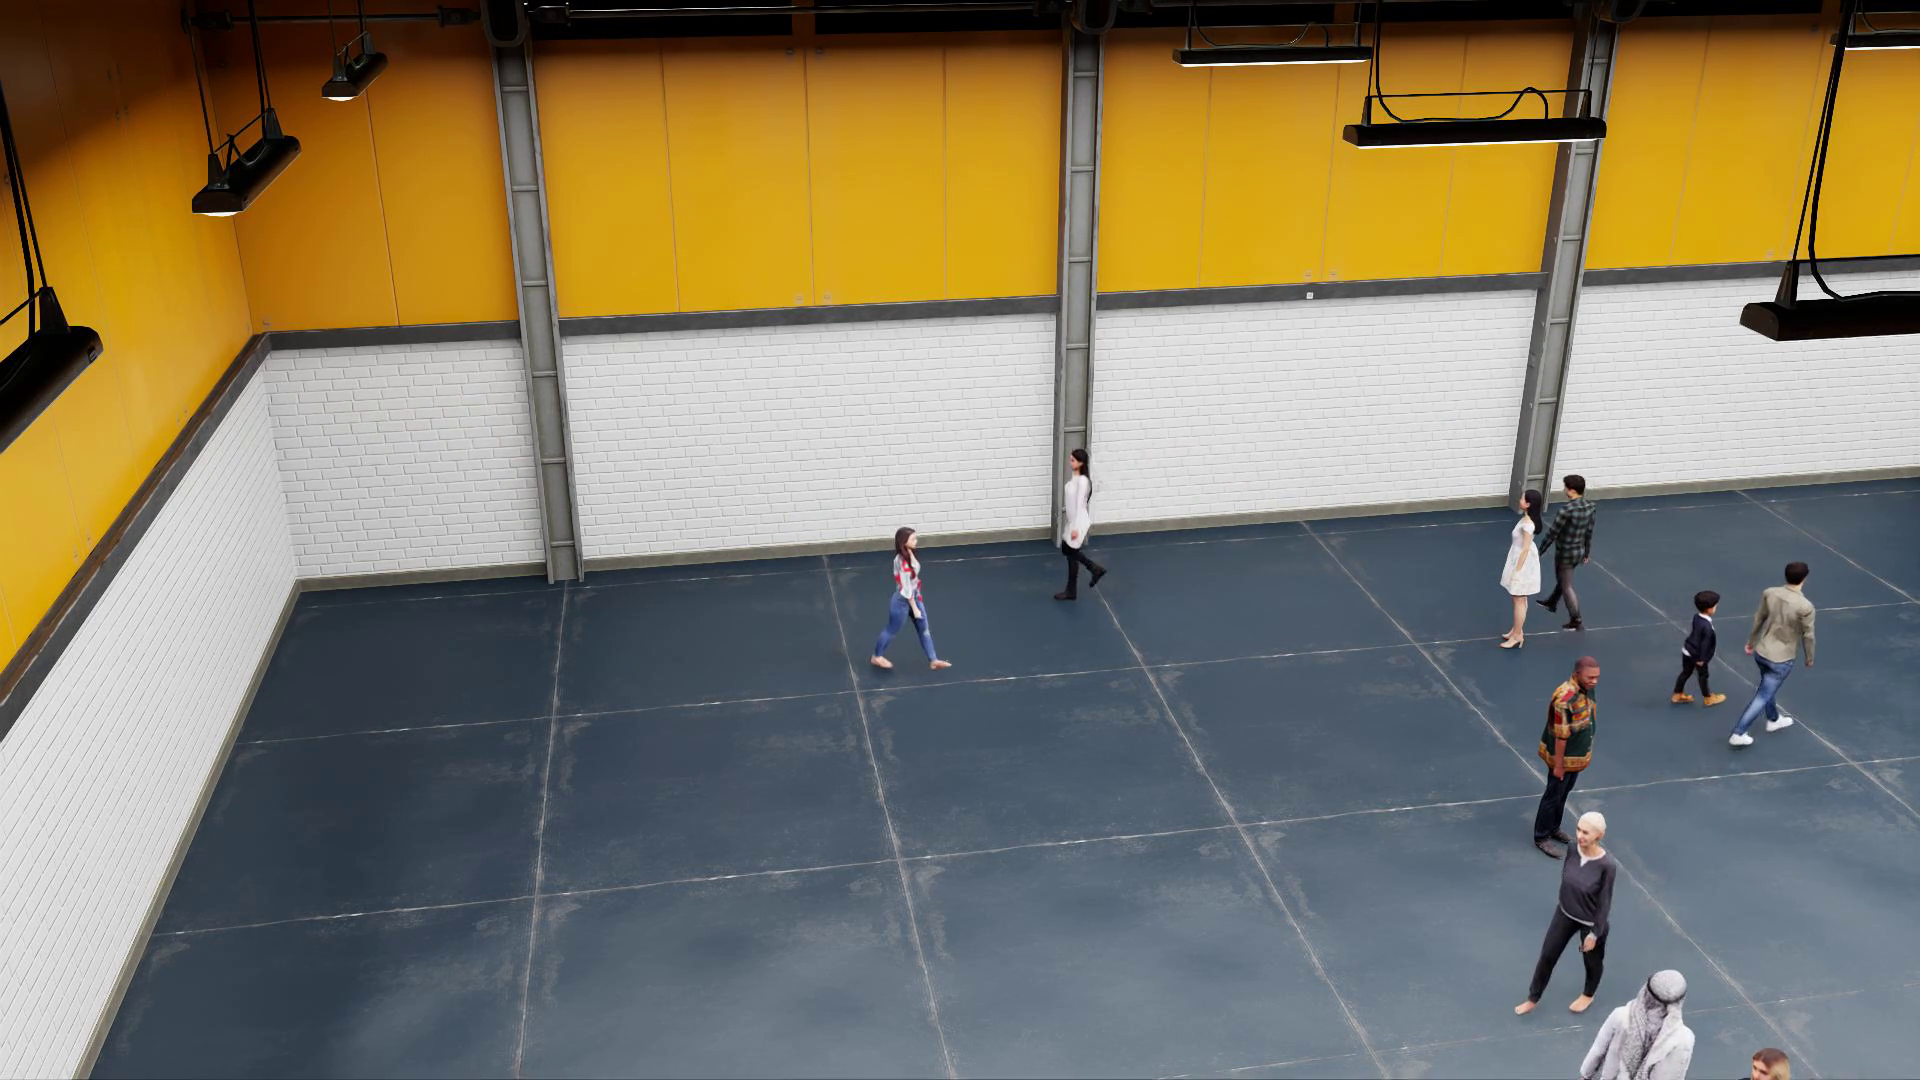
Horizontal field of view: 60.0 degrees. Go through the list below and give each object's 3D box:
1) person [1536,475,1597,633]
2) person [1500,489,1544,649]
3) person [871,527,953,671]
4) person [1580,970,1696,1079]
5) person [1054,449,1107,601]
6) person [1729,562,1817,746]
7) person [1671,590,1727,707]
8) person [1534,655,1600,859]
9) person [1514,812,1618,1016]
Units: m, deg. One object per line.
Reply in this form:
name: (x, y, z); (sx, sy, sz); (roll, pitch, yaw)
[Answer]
person: (6.450, 0.150, 17.491); (1.095, 1.685, 0.944); (-13, 27, -26)
person: (5.882, 0.296, 17.413); (0.816, 1.774, 0.774); (11, 26, 24)
person: (-0.636, 0.636, 16.890); (1.167, 1.570, 0.949); (8, 25, 17)
person: (4.043, 3.460, 10.033); (1.293, 1.888, 1.227); (8, 25, 18)
person: (1.377, -0.161, 18.434); (0.827, 1.794, 0.598); (-4, 24, -10)
person: (7.534, 1.100, 15.501); (1.183, 1.834, 0.892); (-11, 26, -23)
person: (7.200, 1.072, 16.344); (0.740, 1.208, 0.574); (0, 24, 0)
person: (5.095, 1.775, 13.990); (0.792, 1.806, 0.881); (-21, 31, -40)
person: (4.573, 2.684, 12.042); (1.022, 1.701, 0.872); (-18, 29, -35)
